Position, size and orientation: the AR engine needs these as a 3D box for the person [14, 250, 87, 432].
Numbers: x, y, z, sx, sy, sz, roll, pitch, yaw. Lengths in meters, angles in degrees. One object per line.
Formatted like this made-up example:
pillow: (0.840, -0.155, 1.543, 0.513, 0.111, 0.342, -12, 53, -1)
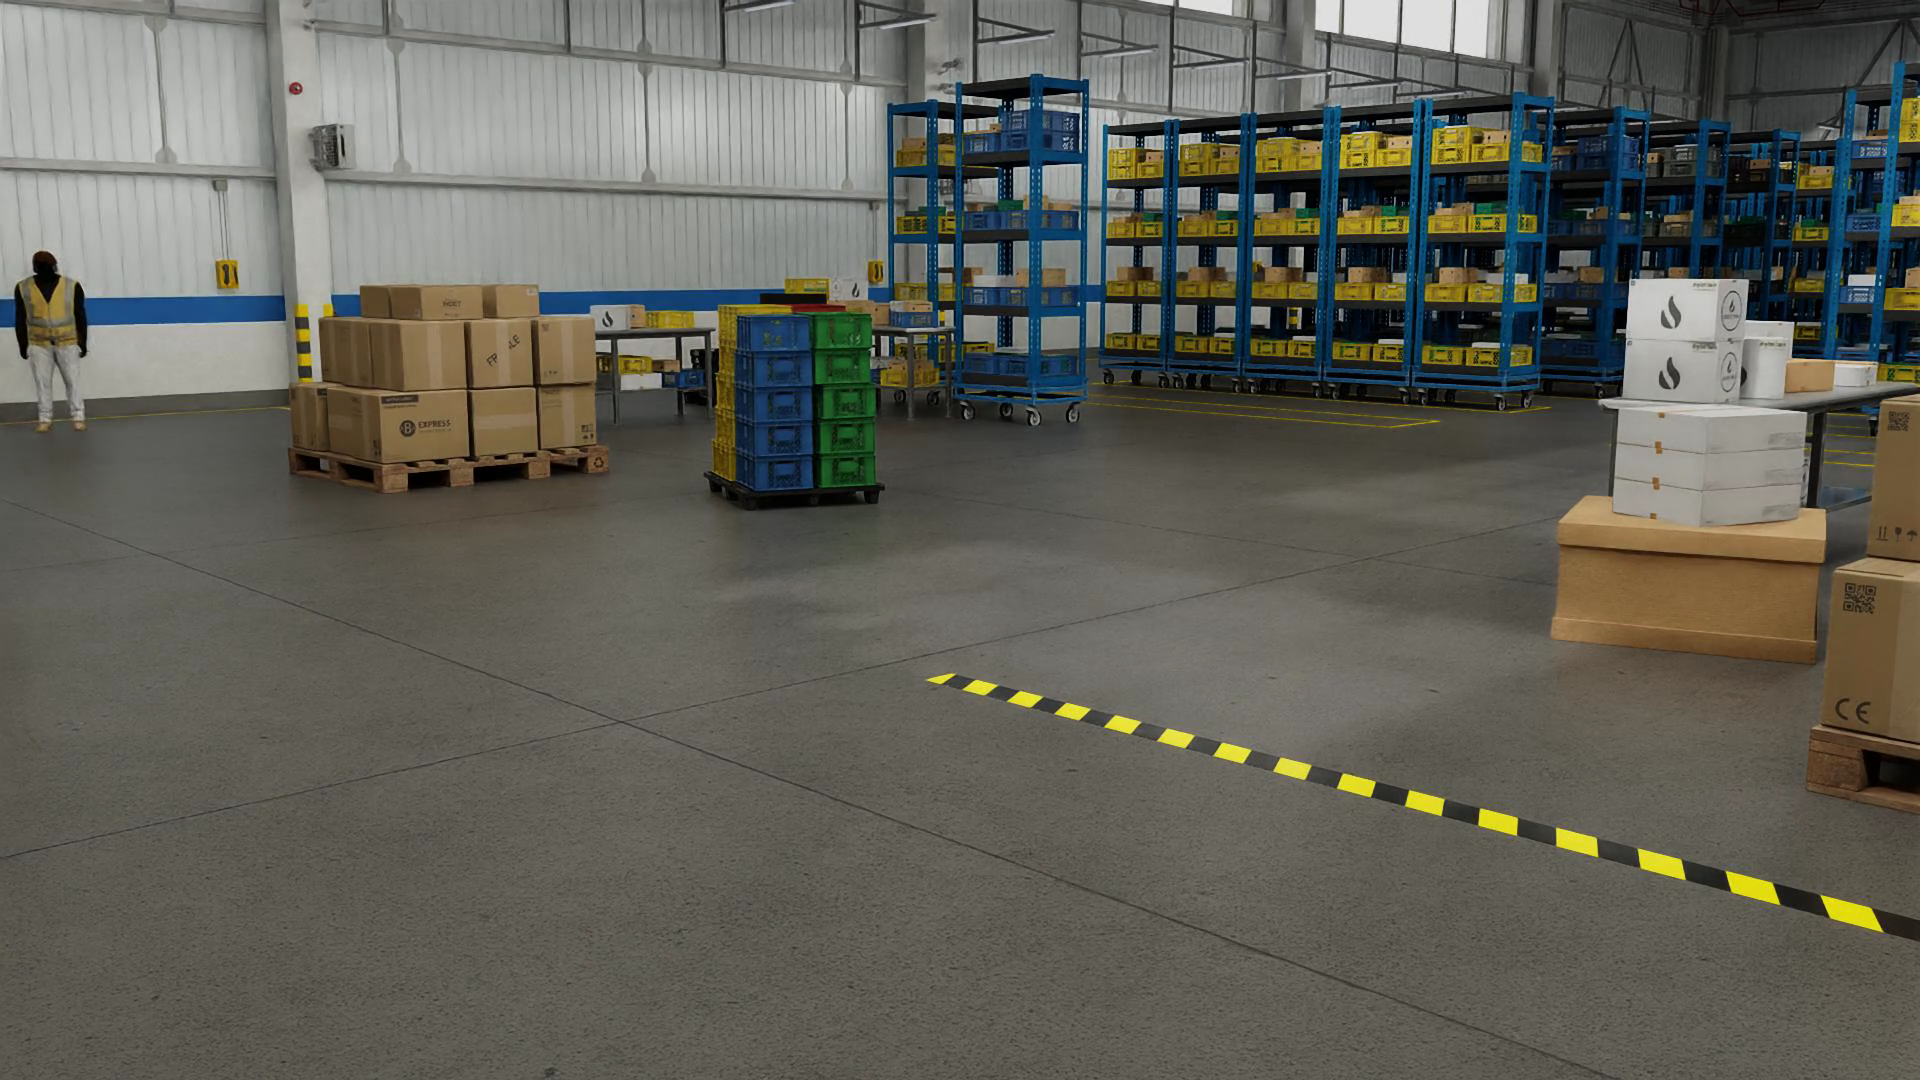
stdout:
person: (-9.146, -1.989, 16.755, 0.644, 1.831, 0.431, -4, 10, -24)
